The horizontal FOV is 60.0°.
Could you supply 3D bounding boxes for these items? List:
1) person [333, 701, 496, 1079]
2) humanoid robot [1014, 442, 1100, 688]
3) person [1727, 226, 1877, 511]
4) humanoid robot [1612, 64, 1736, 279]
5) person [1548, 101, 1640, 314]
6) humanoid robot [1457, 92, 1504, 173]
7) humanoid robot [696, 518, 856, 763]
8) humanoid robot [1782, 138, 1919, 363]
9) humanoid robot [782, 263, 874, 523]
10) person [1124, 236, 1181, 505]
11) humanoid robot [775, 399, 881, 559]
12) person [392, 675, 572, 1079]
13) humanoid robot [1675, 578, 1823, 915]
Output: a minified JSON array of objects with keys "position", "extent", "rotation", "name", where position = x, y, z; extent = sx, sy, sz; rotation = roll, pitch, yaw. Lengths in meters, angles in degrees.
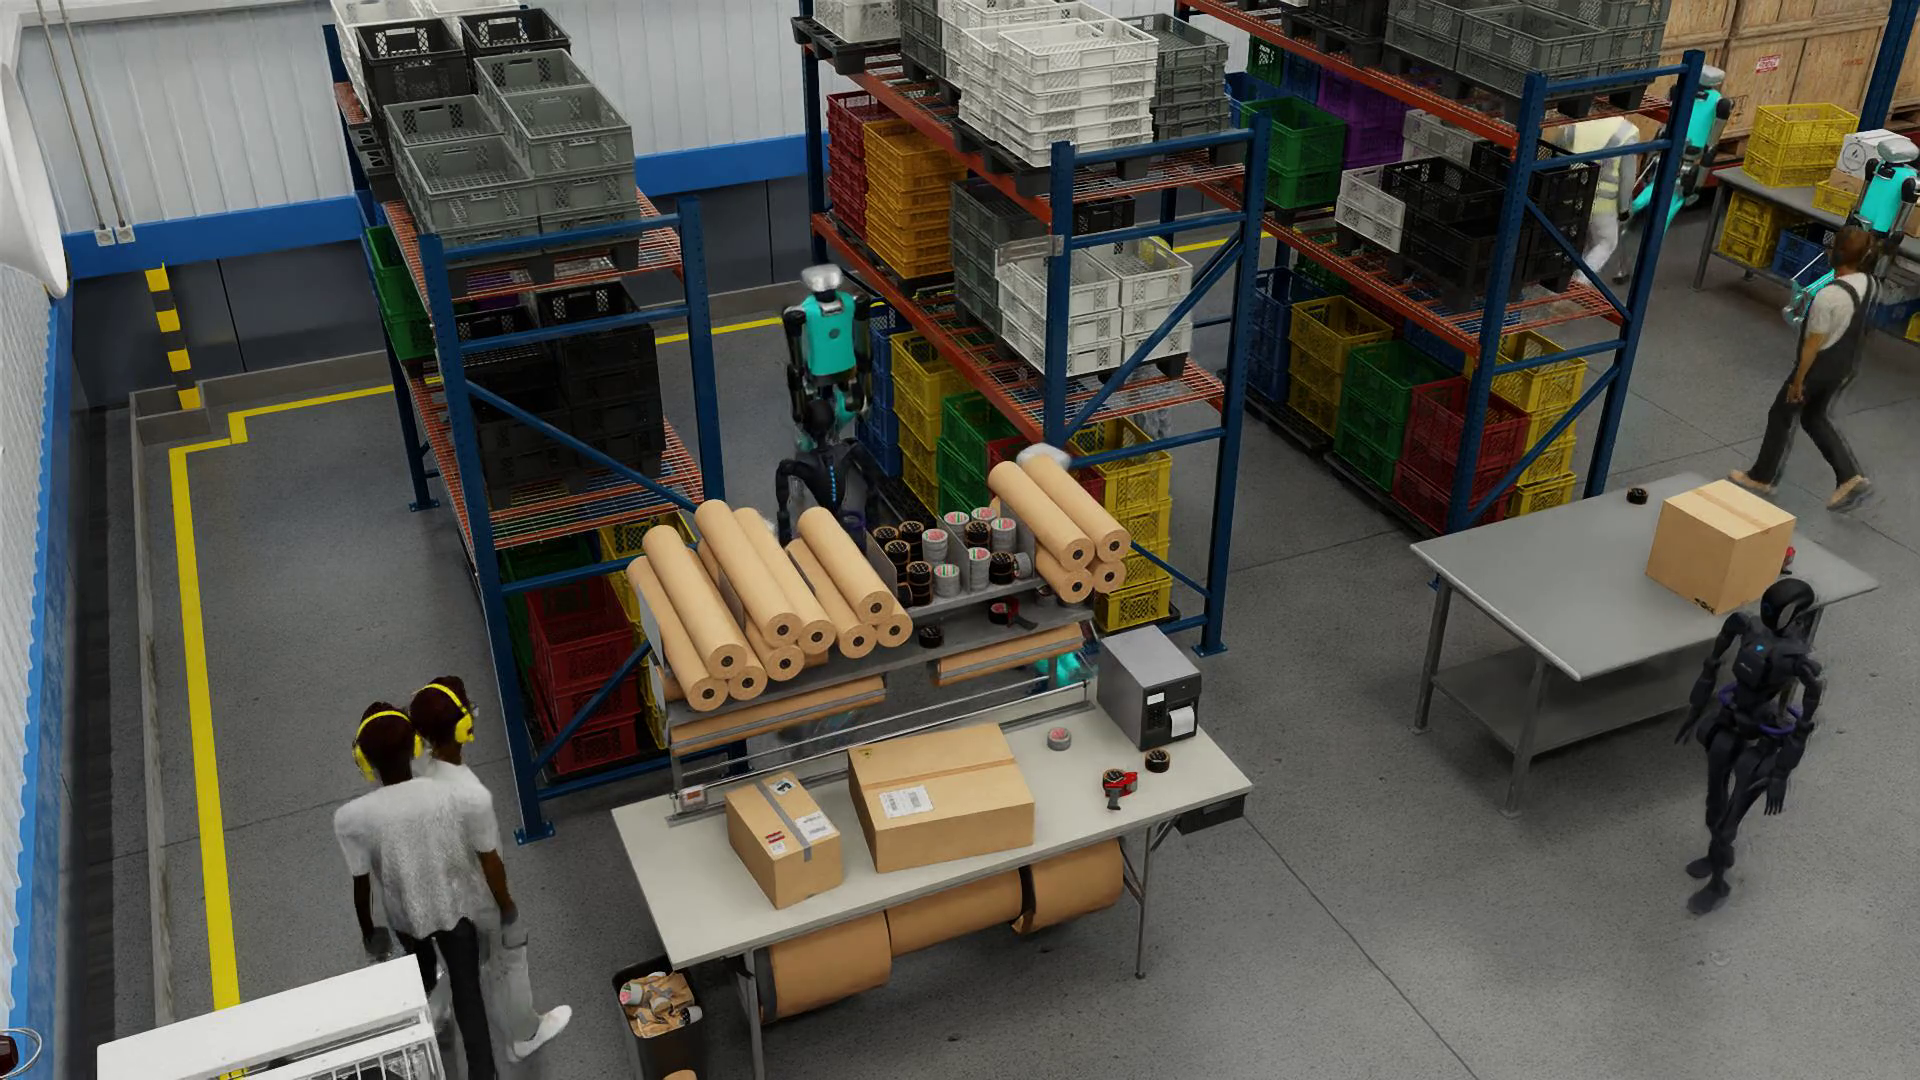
[{"position":[-2.001,1.363,6.280],"extent":[0.511,1.813,0.997],"rotation":[-10,33,-16],"name":"person"},{"position":[0.599,0.447,7.924],"extent":[0.804,1.843,0.566],"rotation":[13,34,20],"name":"humanoid robot"},{"position":[5.305,-1.013,10.147],"extent":[0.525,1.821,0.748],"rotation":[-18,36,-27],"name":"person"},{"position":[5.539,-2.775,13.190],"extent":[0.866,1.858,0.534],"rotation":[-20,37,-29],"name":"humanoid robot"},{"position":[4.805,-2.595,12.709],"extent":[0.447,1.815,0.651],"rotation":[-23,38,-33],"name":"person"},{"position":[4.113,-2.679,12.991],"extent":[0.525,1.643,0.593],"rotation":[-7,32,-11],"name":"humanoid robot"},{"position":[-0.771,0.627,7.654],"extent":[0.541,1.894,0.753],"rotation":[19,36,28],"name":"humanoid robot"},{"position":[6.130,-1.956,11.619],"extent":[0.735,1.677,0.533],"rotation":[-4,32,-6],"name":"humanoid robot"},{"position":[-0.863,-0.865,10.068],"extent":[0.553,1.882,0.802],"rotation":[-14,34,-21],"name":"humanoid robot"},{"position":[1.160,-1.036,10.245],"extent":[0.319,1.742,0.492],"rotation":[17,35,25],"name":"person"},{"position":[-0.652,0.045,8.551],"extent":[0.588,1.643,0.412],"rotation":[-13,34,-20],"name":"humanoid robot"},{"position":[-1.883,1.352,6.276],"extent":[0.536,1.848,0.662],"rotation":[22,38,31],"name":"person"},{"position":[3.404,0.863,7.227],"extent":[0.455,1.642,0.587],"rotation":[-15,35,-23],"name":"humanoid robot"}]
